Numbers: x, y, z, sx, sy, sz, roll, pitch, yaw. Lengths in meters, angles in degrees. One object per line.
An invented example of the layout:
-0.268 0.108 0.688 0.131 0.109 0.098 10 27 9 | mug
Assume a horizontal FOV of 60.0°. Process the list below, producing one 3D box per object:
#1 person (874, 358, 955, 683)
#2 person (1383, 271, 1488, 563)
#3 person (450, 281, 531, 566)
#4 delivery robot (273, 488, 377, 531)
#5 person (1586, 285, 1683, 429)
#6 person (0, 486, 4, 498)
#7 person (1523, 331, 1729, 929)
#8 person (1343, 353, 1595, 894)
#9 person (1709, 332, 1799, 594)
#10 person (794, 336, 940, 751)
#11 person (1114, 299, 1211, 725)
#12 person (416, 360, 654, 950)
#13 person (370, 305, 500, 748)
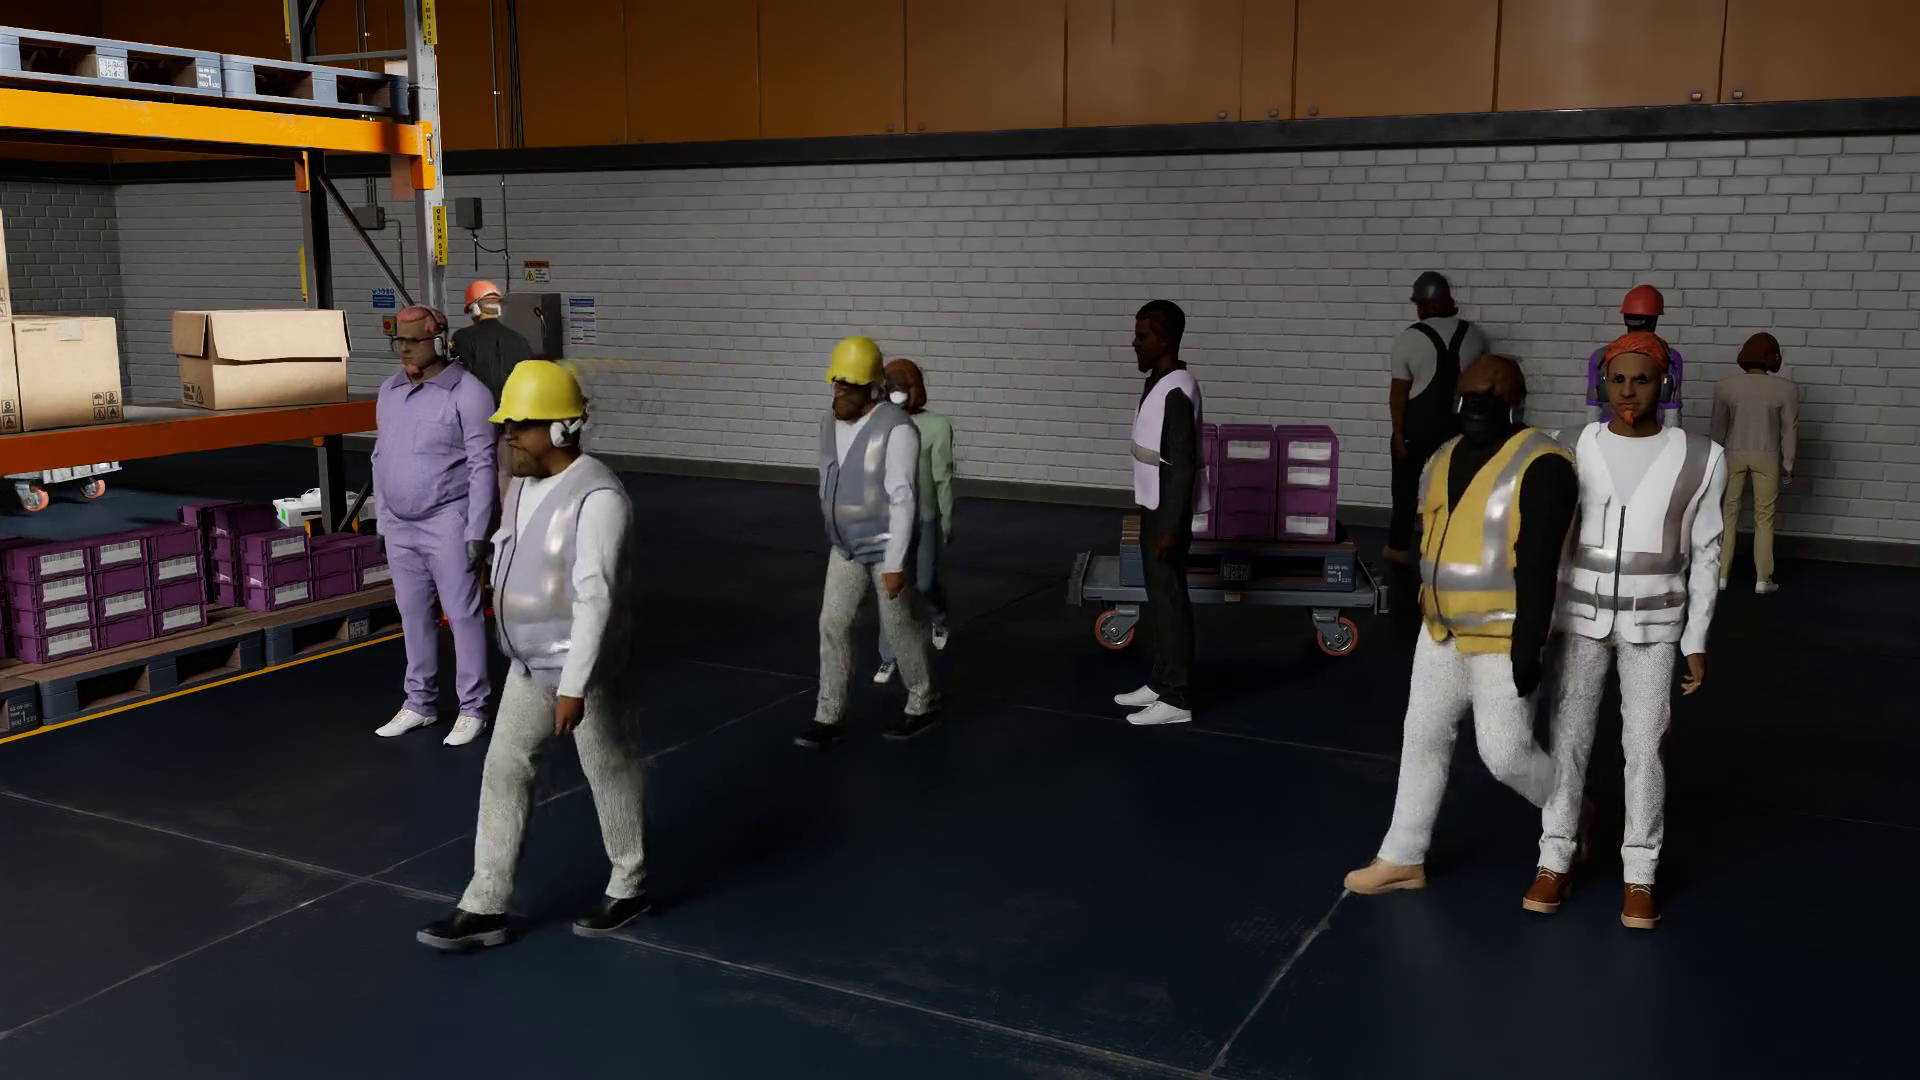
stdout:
-0.254 -0.123 8.431 0.508 1.610 0.669 3 10 15 | person
3.196 -0.809 11.160 0.683 2.000 0.853 -1 10 -8 | person
-3.259 -0.791 11.382 0.669 1.927 0.881 -9 13 -41 | person
-4.404 -0.192 11.611 0.707 0.478 0.477 -6 11 -30 | delivery robot
3.989 -0.534 9.864 0.542 1.938 0.358 7 12 36 | person
-5.421 -0.405 9.124 0.611 1.949 0.682 6 11 31 | person
2.085 0.286 5.279 0.576 1.882 0.355 5 11 26 | person
1.732 0.295 5.420 0.771 1.816 0.644 -4 11 -23 | person
4.973 -0.484 10.450 0.507 1.632 0.281 7 12 34 | person
-0.394 0.026 7.054 0.614 1.780 0.831 9 13 43 | person
0.933 -0.125 7.554 0.382 1.917 0.596 -1 10 -3 | person
-1.283 0.372 4.988 0.829 1.797 0.611 -9 13 -42 | person
-2.300 -0.060 7.216 0.642 1.907 0.410 4 11 24 | person
